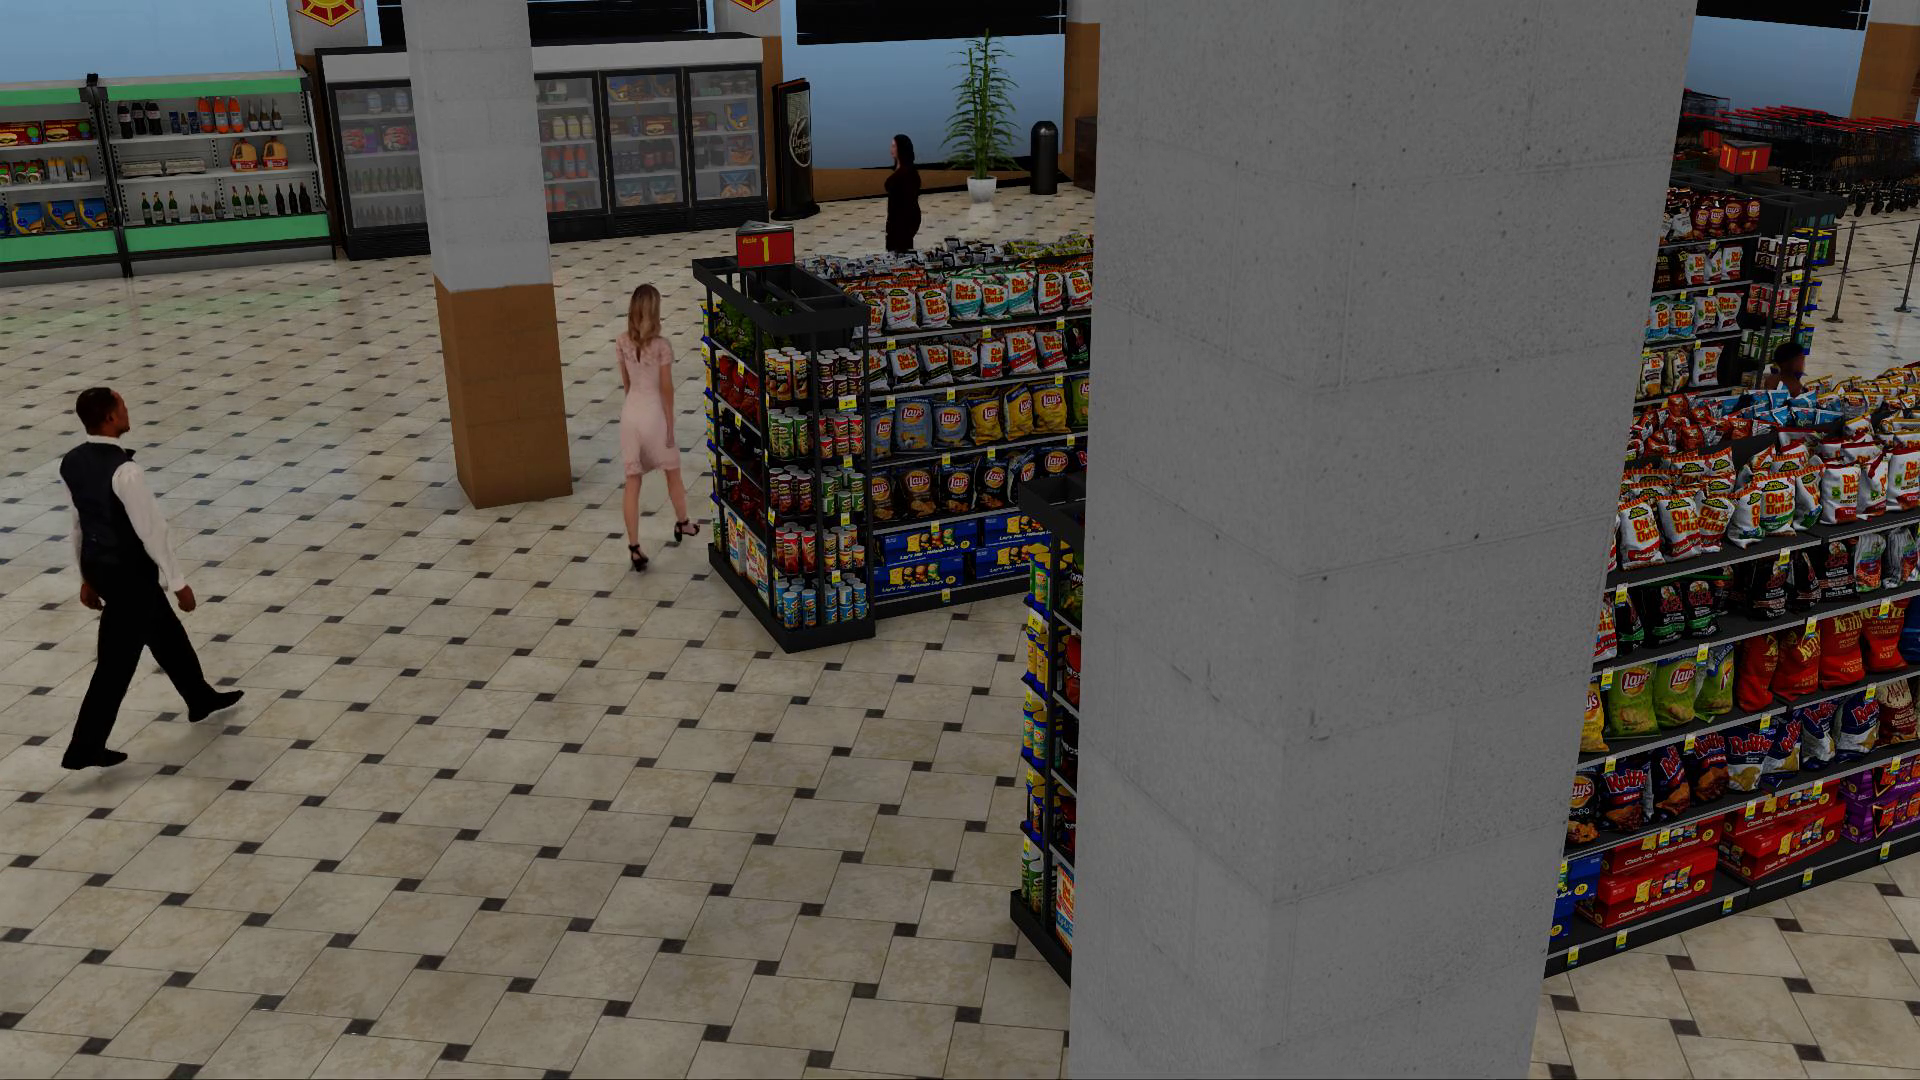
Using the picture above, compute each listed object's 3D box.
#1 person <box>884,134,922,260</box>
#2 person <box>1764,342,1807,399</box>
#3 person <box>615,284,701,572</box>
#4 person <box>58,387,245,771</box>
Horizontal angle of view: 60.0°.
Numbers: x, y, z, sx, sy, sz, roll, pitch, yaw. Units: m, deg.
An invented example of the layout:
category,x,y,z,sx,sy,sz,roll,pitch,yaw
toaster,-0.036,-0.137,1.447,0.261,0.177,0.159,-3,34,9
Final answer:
category,x,y,z,sx,sy,sz,roll,pitch,yaw
person,-0.488,-3.223,16.902,0.775,1.746,0.740,-6,23,-14
person,5.587,-0.738,11.380,0.508,1.253,0.550,-6,23,-15
person,-2.010,-0.653,10.467,0.985,1.776,1.035,5,23,13
person,-4.162,0.237,8.129,1.184,1.867,1.381,13,25,28
